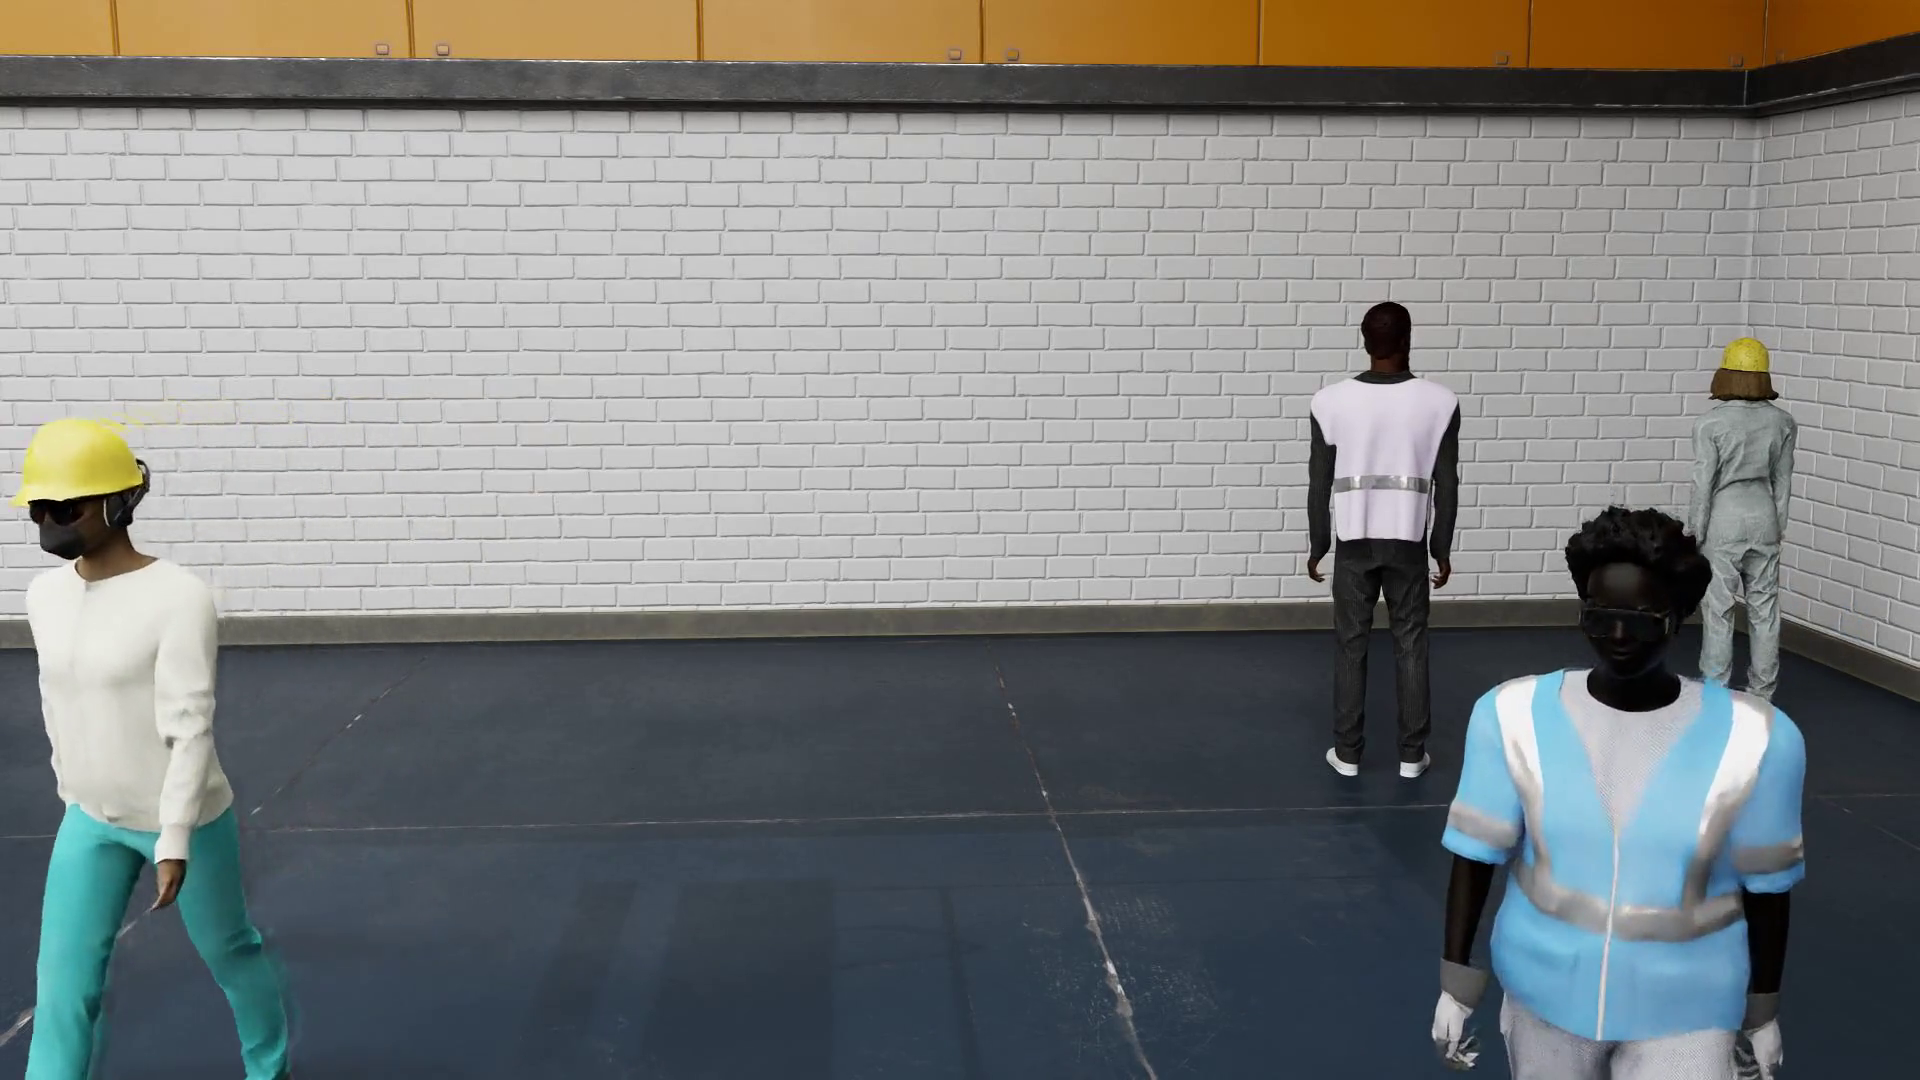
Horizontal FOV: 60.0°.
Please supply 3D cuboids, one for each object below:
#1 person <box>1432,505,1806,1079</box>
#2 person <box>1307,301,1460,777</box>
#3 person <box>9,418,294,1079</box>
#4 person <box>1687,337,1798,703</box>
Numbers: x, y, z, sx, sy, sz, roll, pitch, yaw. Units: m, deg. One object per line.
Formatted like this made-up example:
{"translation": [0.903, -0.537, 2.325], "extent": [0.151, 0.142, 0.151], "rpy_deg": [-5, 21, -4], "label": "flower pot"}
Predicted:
{"translation": [1.049, 0.770, 2.722], "extent": [0.550, 1.646, 0.858], "rpy_deg": [5, 10, 30], "label": "person"}
{"translation": [1.690, 0.009, 6.691], "extent": [0.590, 1.917, 0.397], "rpy_deg": [2, 9, 11], "label": "person"}
{"translation": [-1.799, 0.601, 3.583], "extent": [0.535, 1.718, 0.890], "rpy_deg": [3, 9, 17], "label": "person"}
{"translation": [3.518, -0.043, 7.555], "extent": [0.486, 1.744, 0.311], "rpy_deg": [-1, 9, -6], "label": "person"}
